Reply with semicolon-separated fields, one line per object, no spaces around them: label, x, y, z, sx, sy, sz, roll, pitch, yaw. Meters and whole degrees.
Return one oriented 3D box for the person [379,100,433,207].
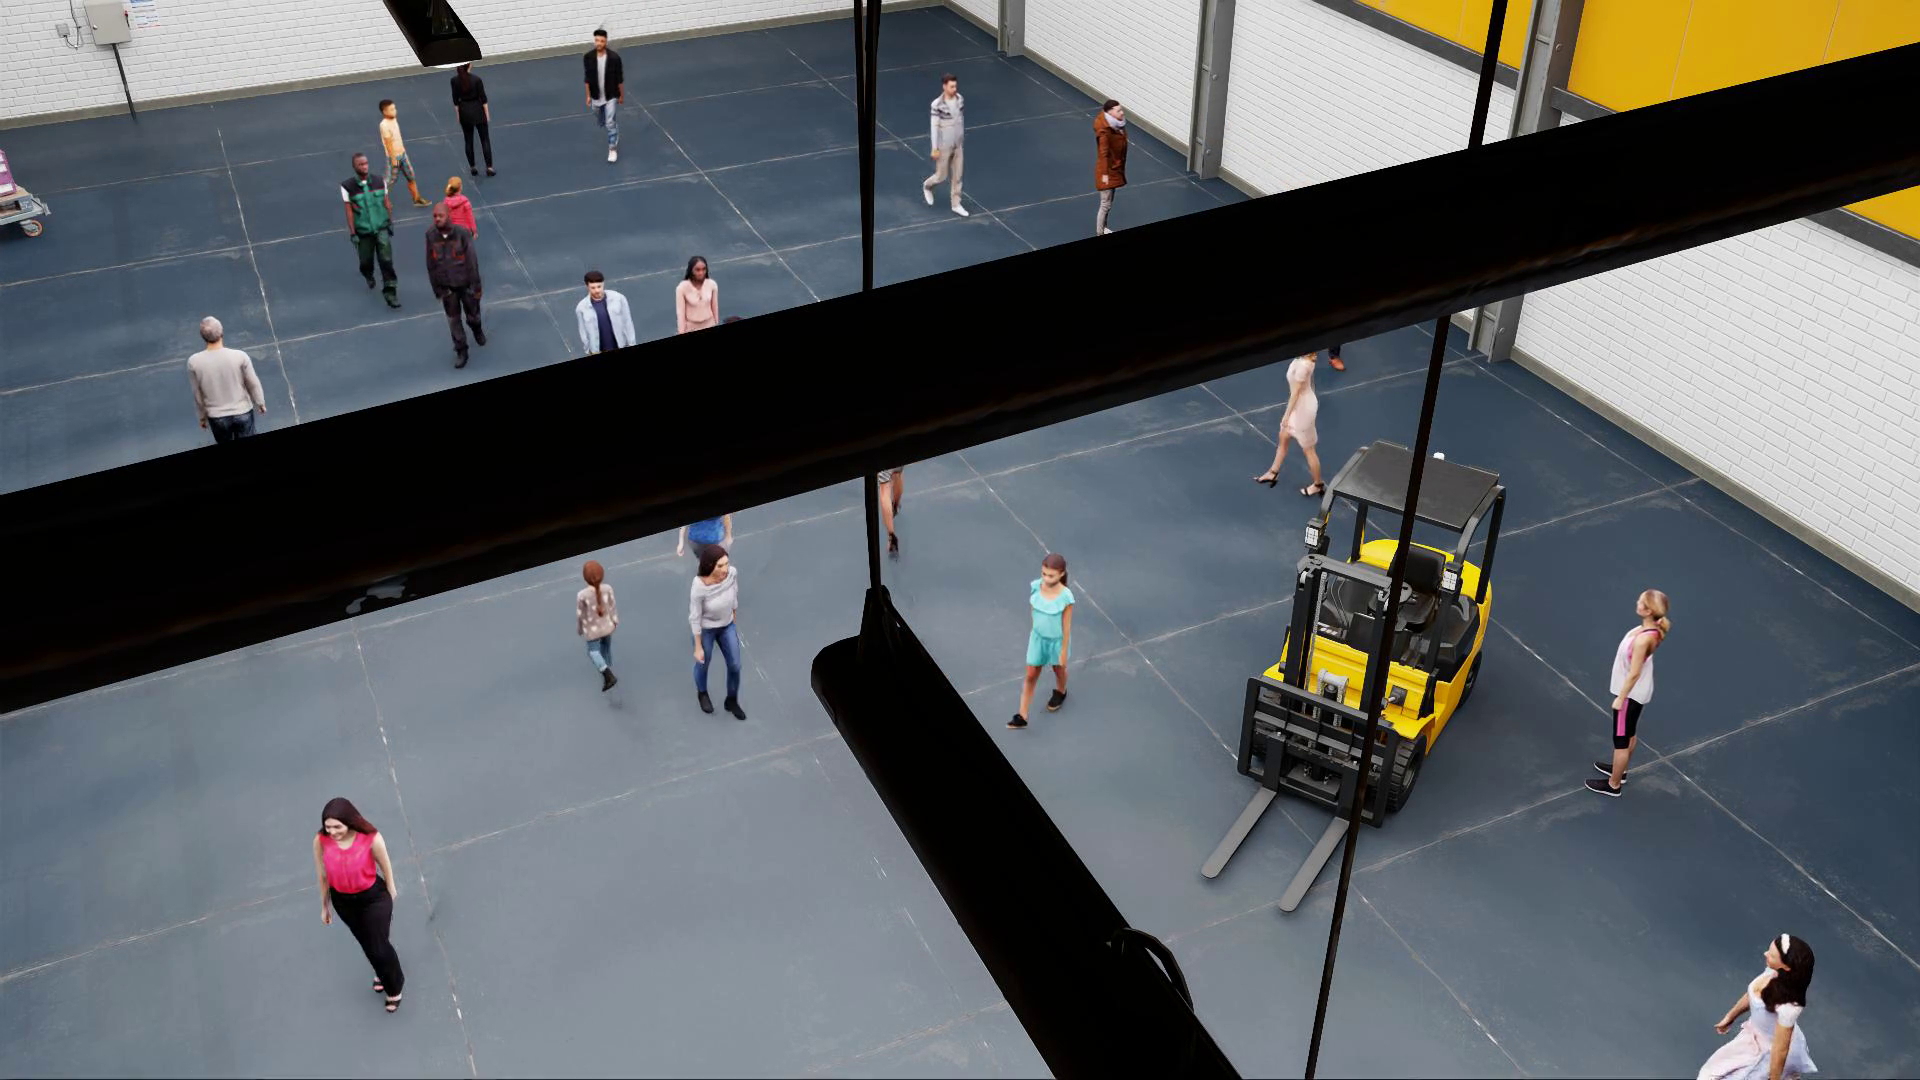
person;-7.433;-5.014;21.679;0.917;1.445;0.989;3;34;5

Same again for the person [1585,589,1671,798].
person;4.920;1.114;12.151;0.668;1.787;0.679;24;40;31

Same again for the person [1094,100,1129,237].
person;1.842;-4.568;20.654;0.907;1.838;0.837;9;35;13

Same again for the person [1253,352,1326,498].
person;3.300;-1.161;15.576;0.995;1.785;0.942;11;35;16

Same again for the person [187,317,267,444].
person;-6.759;-1.115;15.414;0.798;1.887;0.848;-10;35;-15

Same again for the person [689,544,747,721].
person;-1.961;0.679;12.974;0.741;1.601;0.796;-21;39;-28

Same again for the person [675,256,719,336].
person;-2.717;-2.147;17.140;0.636;1.696;1.057;-12;35;-17

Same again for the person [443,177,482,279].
person;-5.947;-3.640;19.739;0.718;1.304;0.790;9;35;13

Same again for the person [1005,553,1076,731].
person;0.748;0.732;12.963;1.010;1.524;0.951;20;39;28

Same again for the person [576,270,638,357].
person;-3.530;-1.928;16.733;0.762;1.781;1.152;-14;36;-20

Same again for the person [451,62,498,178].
person;-6.624;-5.751;22.593;0.682;1.660;0.682;0;34;0

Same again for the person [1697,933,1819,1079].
person;4.629;2.955;9.405;1.225;1.760;1.169;11;35;16

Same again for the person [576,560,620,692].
person;-2.885;0.705;13.309;0.553;1.187;0.704;-21;39;-28

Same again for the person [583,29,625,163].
person;-4.944;-6.263;23.248;1.046;1.788;1.191;4;34;6

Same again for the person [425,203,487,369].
person;-5.451;-2.825;18.060;0.880;1.806;1.009;-3;34;-5

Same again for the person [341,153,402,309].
person;-6.827;-3.597;19.208;0.801;1.819;1.100;-22;39;-29

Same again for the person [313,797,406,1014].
person;-3.795;2.238;10.590;0.727;1.643;0.793;2;34;3

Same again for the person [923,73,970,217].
person;-0.191;-5.142;21.520;0.839;1.835;1.053;-25;41;-33
